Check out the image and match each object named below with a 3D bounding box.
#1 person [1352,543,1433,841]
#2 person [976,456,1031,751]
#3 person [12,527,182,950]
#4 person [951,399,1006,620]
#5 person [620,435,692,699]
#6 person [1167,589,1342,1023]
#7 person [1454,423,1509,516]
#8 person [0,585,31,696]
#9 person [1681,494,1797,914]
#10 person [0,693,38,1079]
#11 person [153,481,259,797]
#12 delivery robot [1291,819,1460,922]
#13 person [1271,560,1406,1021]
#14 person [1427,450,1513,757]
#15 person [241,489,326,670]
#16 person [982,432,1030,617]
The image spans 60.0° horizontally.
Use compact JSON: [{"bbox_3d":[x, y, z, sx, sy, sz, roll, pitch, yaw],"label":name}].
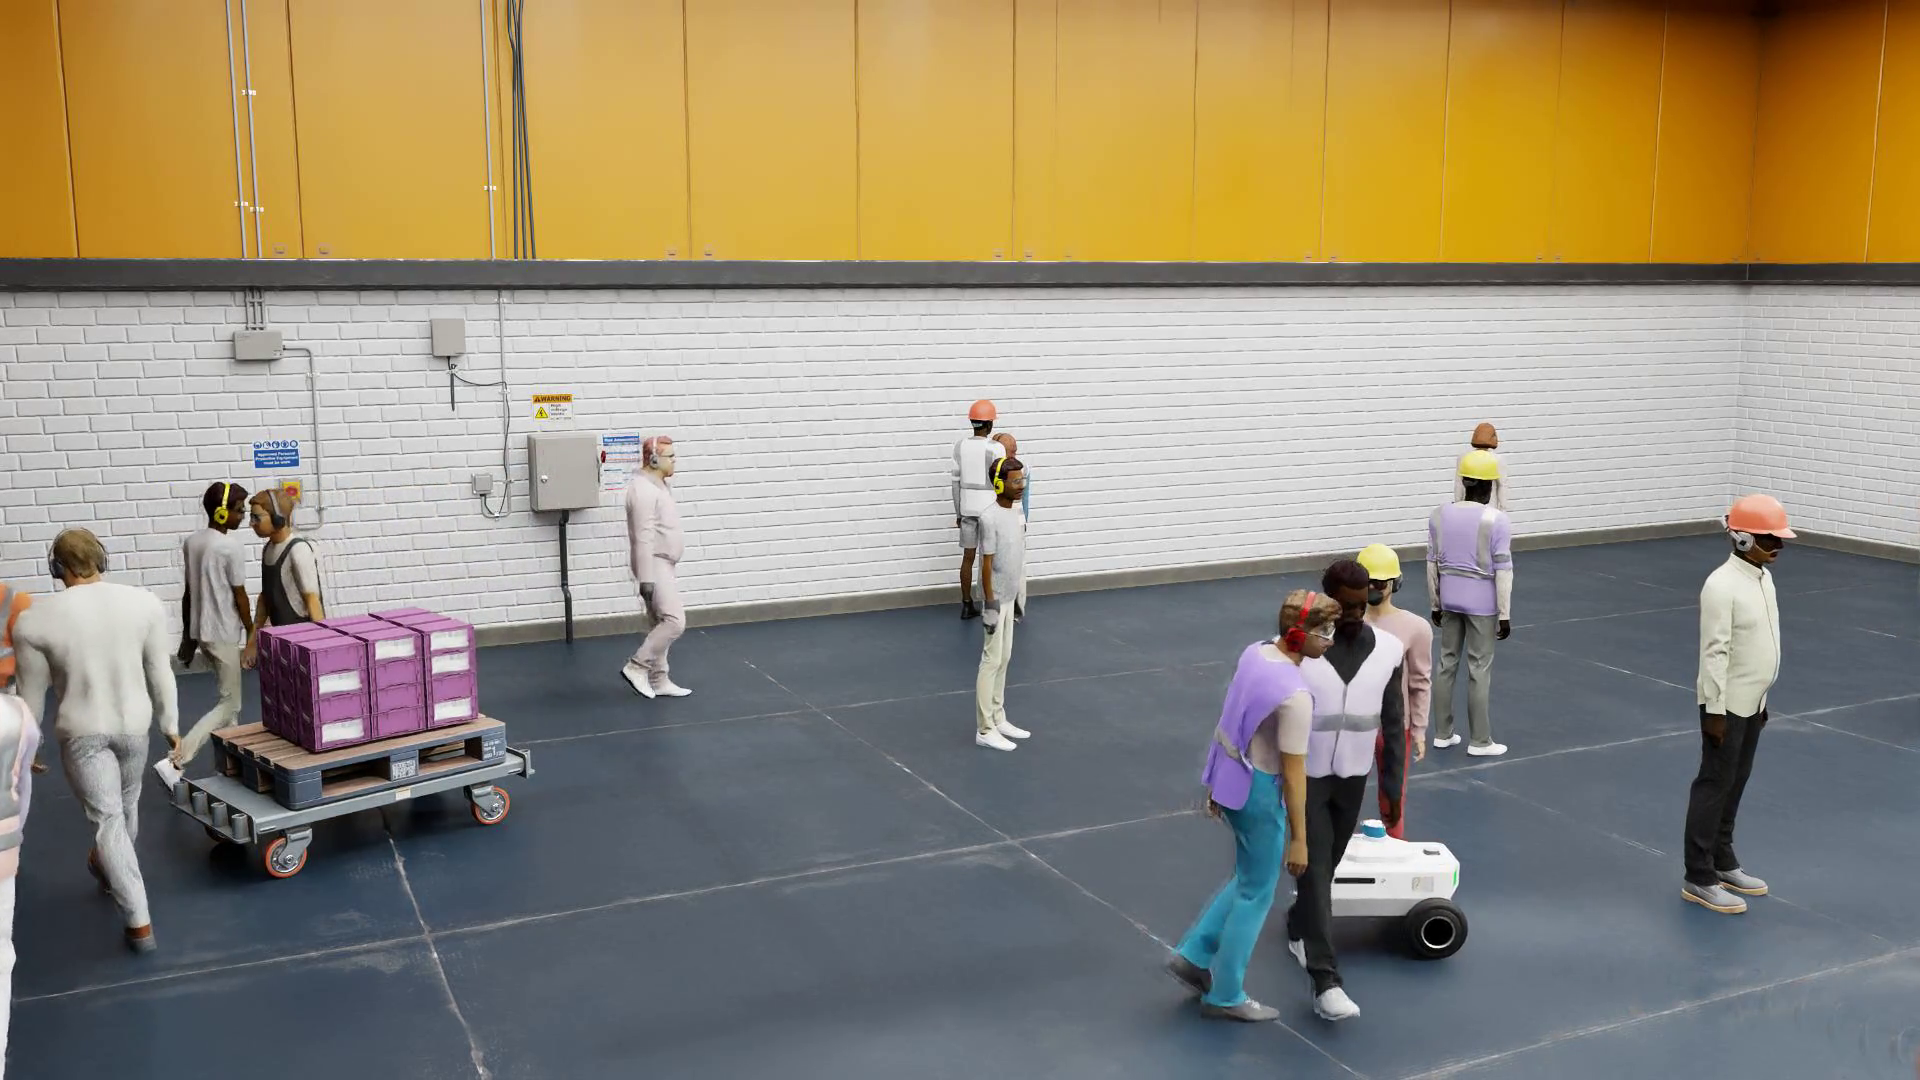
[{"bbox_3d":[1.962,0.887,7.917,0.524,1.769,0.326,5,10,26],"label":"person"},{"bbox_3d":[0.281,0.392,10.663,0.334,1.873,0.517,4,10,22],"label":"person"},{"bbox_3d":[-3.974,0.873,7.645,0.639,1.875,1.052,-9,13,-43],"label":"person"},{"bbox_3d":[0.192,-0.256,14.468,0.543,1.940,0.361,5,11,30],"label":"person"},{"bbox_3d":[-2.112,0.207,11.734,0.425,1.891,0.674,0,9,-1],"label":"person"},{"bbox_3d":[1.199,1.070,6.649,0.531,1.805,0.611,-1,9,-6],"label":"person"},{"bbox_3d":[4.875,-0.282,15.581,0.525,1.633,0.271,7,11,37],"label":"person"},{"bbox_3d":[-5.184,0.789,8.871,0.561,1.663,0.466,-1,9,-8],"label":"person"},{"bbox_3d":[3.730,0.766,7.960,0.396,1.990,0.624,9,13,43],"label":"person"},{"bbox_3d":[-3.663,1.182,5.969,0.634,1.803,0.833,-9,13,-43],"label":"person"},{"bbox_3d":[-4.359,0.581,9.613,0.536,1.839,0.771,6,11,34],"label":"person"},{"bbox_3d":[1.866,1.509,7.515,0.707,0.478,0.477,0,9,0],"label":"delivery robot"},{"bbox_3d":[1.553,0.998,6.923,0.613,1.861,0.954,-2,9,-10],"label":"person"},{"bbox_3d":[3.207,0.398,10.451,0.367,1.927,0.584,-8,12,-40],"label":"person"},{"bbox_3d":[-3.907,0.613,9.480,0.918,1.801,0.521,-7,12,-37],"label":"person"},{"bbox_3d":[0.396,-0.120,14.552,0.511,1.641,0.309,-7,11,-36],"label":"person"}]
